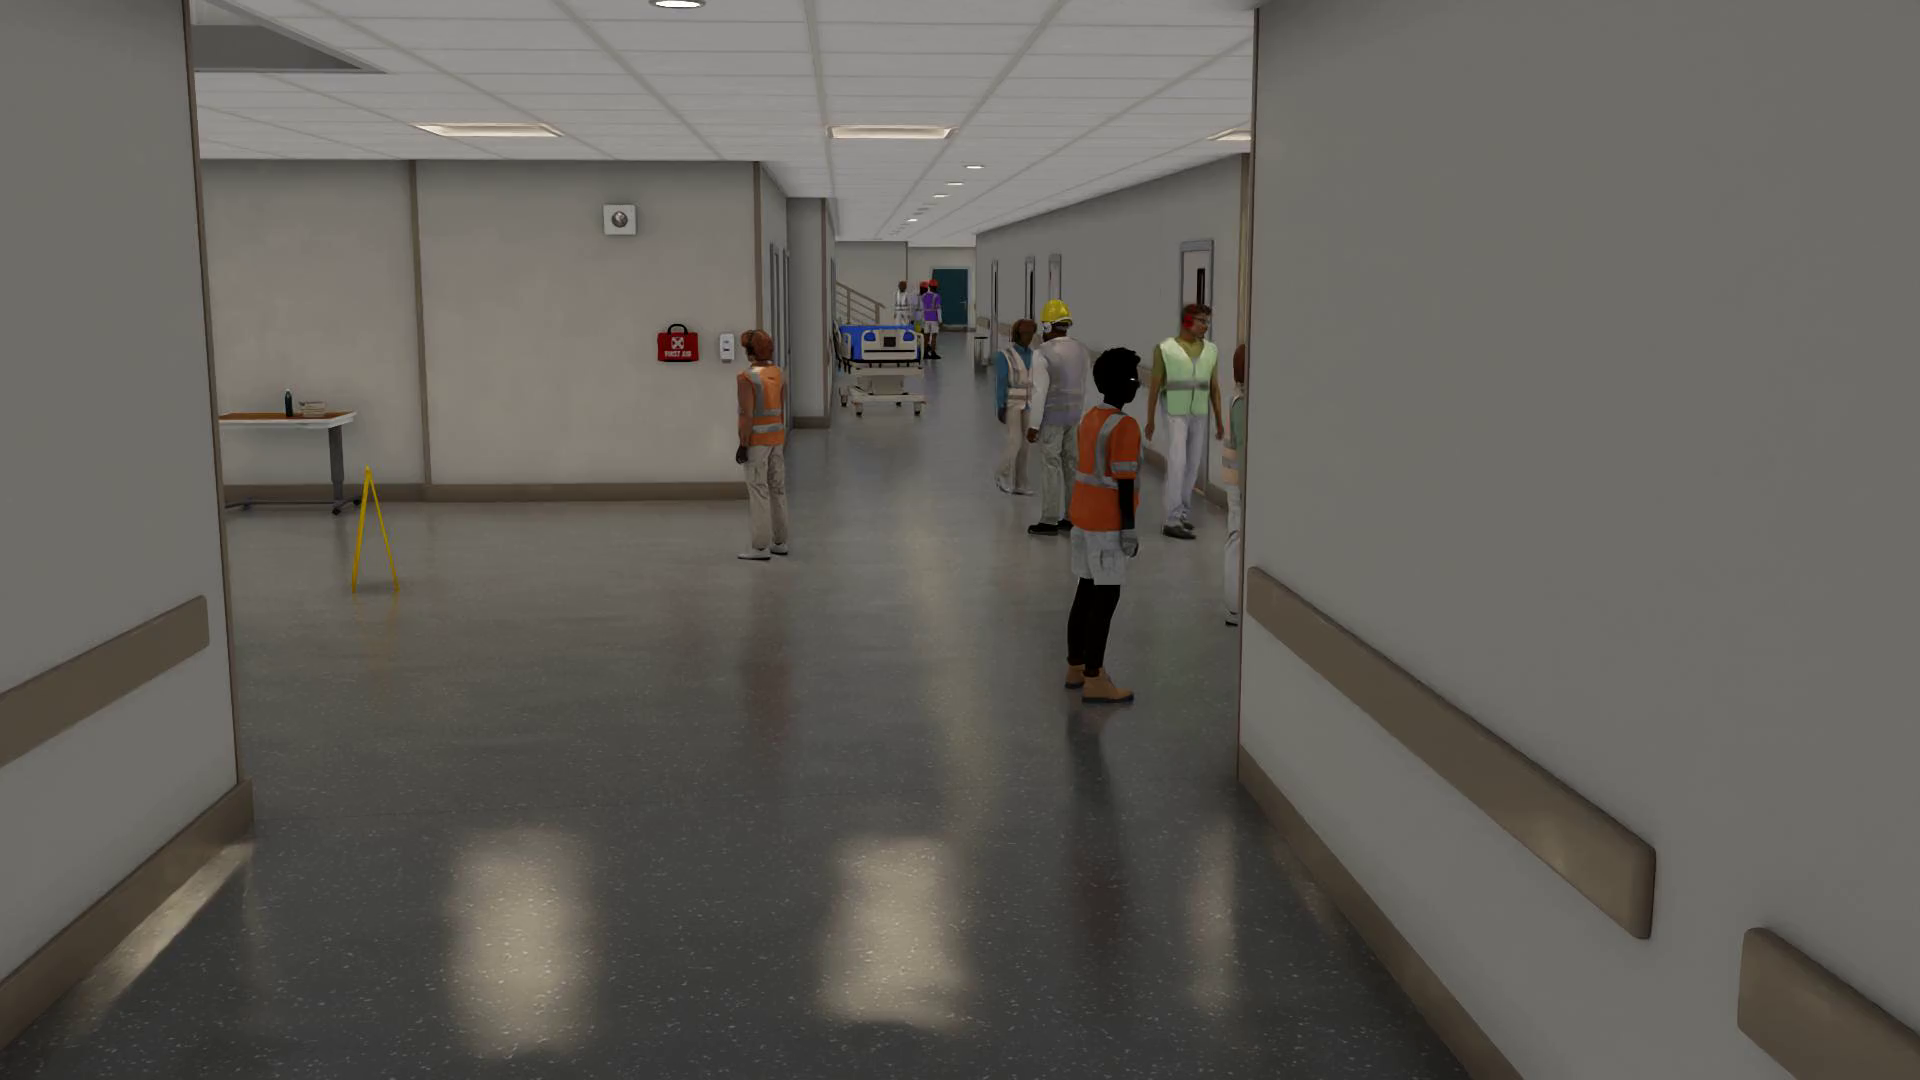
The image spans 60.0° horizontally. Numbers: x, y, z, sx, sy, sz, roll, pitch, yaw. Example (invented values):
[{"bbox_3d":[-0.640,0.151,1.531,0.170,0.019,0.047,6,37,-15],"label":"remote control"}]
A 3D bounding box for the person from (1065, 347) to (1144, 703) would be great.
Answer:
[{"bbox_3d":[0.697,-0.075,7.961,0.327,1.689,0.545,-2,9,-15],"label":"person"}]

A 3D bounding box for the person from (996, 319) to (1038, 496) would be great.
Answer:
[{"bbox_3d":[0.563,-1.202,15.195,0.530,1.623,0.365,-7,11,-36],"label":"person"}]

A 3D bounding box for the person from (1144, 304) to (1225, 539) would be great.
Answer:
[{"bbox_3d":[1.789,-0.937,13.038,0.608,1.796,0.704,-4,10,-25],"label":"person"}]

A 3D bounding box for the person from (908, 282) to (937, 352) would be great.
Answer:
[{"bbox_3d":[-1.160,-5.898,44.001,1.076,1.867,0.598,6,11,34],"label":"person"}]

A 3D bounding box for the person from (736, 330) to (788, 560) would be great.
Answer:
[{"bbox_3d":[-1.416,-0.676,11.858,0.310,1.638,0.522,5,10,28],"label":"person"}]

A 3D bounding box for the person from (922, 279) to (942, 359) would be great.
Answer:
[{"bbox_3d":[-0.663,-5.342,40.246,0.545,1.928,0.390,7,12,39],"label":"person"}]

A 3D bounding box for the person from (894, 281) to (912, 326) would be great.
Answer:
[{"bbox_3d":[-1.691,-6.519,47.898,0.601,1.840,0.924,3,10,20],"label":"person"}]

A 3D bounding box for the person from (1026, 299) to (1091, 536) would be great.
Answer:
[{"bbox_3d":[0.742,-0.949,12.966,0.589,1.834,0.403,-8,12,-43],"label":"person"}]
